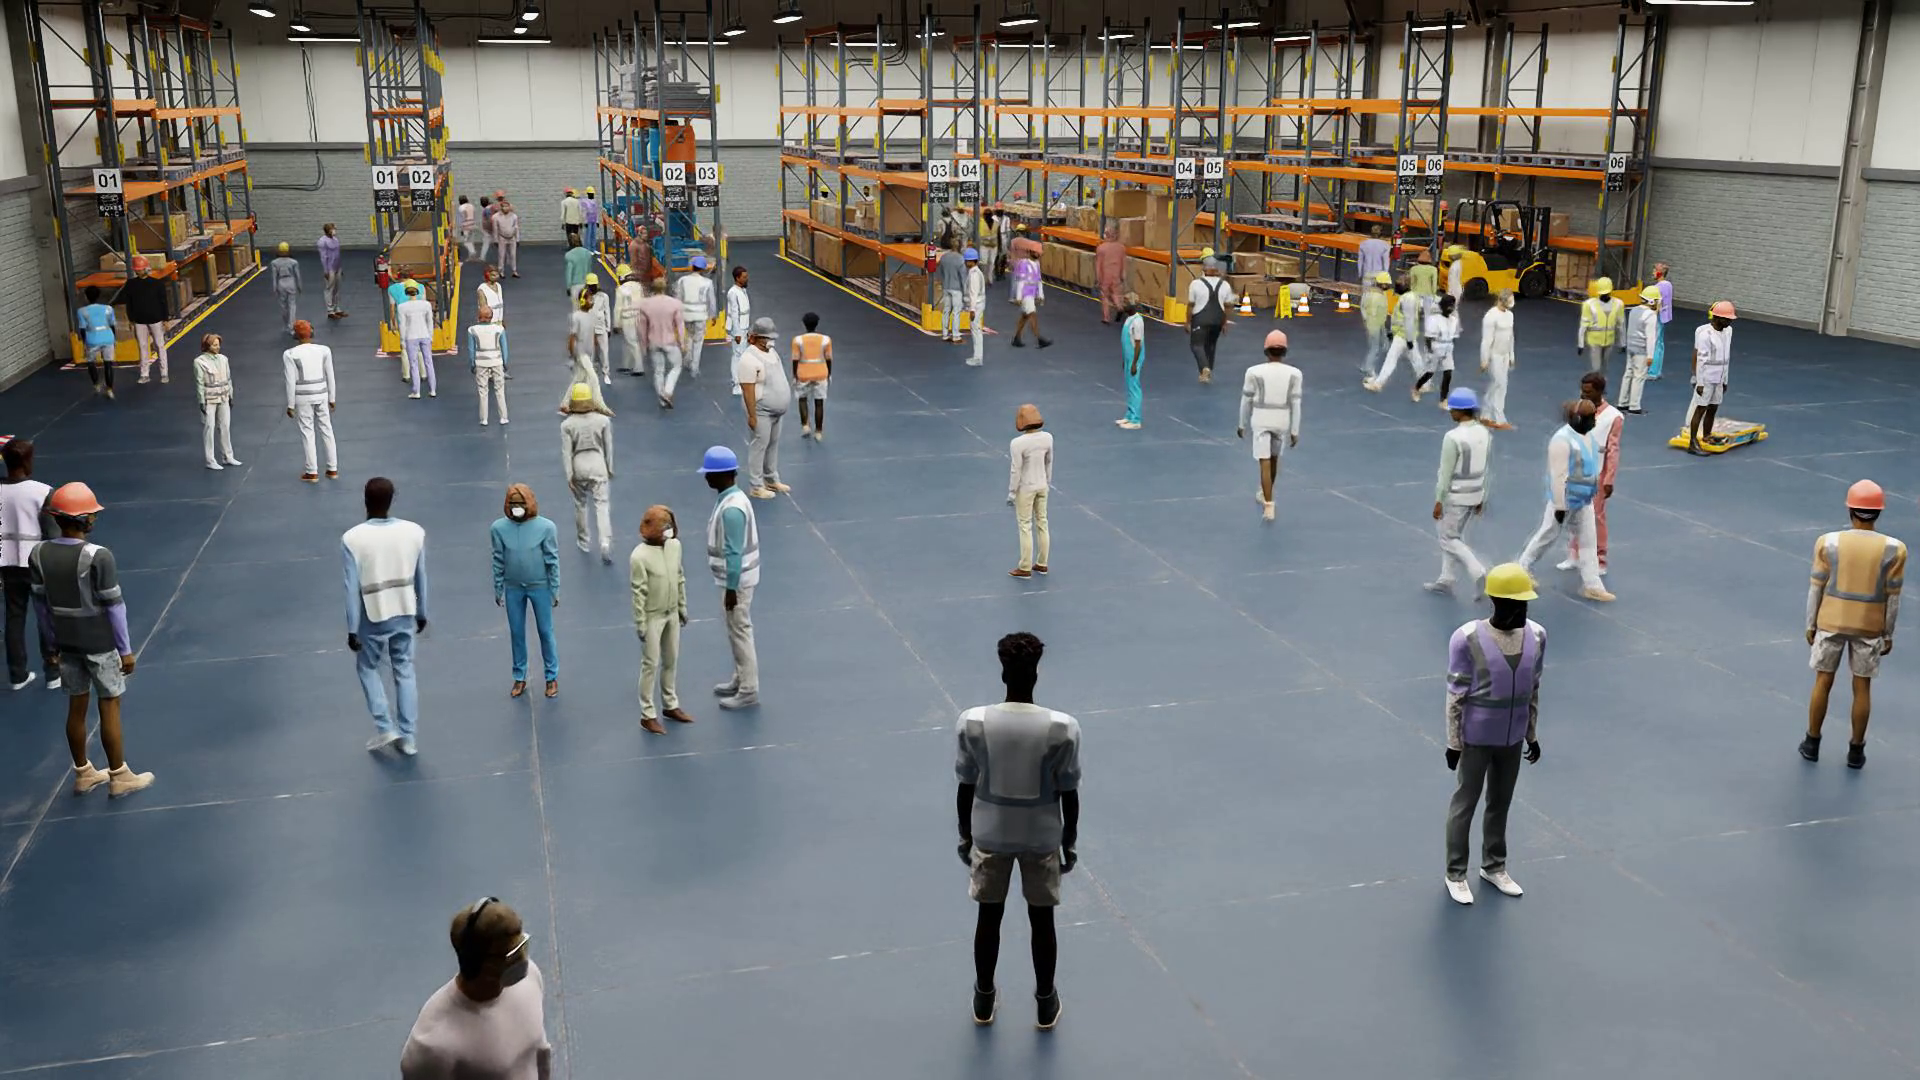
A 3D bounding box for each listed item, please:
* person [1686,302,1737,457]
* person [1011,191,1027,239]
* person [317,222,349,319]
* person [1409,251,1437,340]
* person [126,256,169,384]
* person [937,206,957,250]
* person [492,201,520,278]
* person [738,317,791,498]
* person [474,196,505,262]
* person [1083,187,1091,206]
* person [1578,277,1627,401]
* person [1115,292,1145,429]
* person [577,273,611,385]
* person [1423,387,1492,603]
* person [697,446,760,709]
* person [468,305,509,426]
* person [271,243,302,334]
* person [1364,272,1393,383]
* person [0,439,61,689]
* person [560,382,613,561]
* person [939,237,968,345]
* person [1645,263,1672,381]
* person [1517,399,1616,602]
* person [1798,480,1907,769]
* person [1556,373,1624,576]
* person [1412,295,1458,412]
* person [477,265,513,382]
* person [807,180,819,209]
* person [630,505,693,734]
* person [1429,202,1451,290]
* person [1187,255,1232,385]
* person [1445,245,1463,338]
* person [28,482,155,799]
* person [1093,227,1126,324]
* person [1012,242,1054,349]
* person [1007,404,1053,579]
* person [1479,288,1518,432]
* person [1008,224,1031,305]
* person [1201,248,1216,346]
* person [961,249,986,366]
[{"bbox_3d":[9.374,-1.999,20.681,0.544,1.930,0.382,-8,17,-29],"label":"person"},{"bbox_3d":[1.835,-9.394,48.935,0.715,1.706,0.657,11,18,35],"label":"person"},{"bbox_3d":[-12.695,-5.452,33.650,0.372,1.940,0.632,2,15,8],"label":"person"},{"bbox_3d":[8.529,-4.511,30.694,0.501,1.631,0.285,5,16,18],"label":"person"},{"bbox_3d":[-12.669,-3.427,25.941,0.610,1.985,0.393,-2,15,-8],"label":"person"},{"bbox_3d":[-0.296,-7.179,40.359,0.532,1.831,0.584,-5,16,-17],"label":"person"},{"bbox_3d":[-11.224,-7.436,41.205,0.641,1.899,0.394,-10,18,-32],"label":"person"},{"bbox_3d":[-2.154,-1.485,18.526,0.535,2.000,0.685,5,16,18],"label":"person"},{"bbox_3d":[-12.743,-8.475,45.361,1.031,1.778,0.636,-1,15,-2],"label":"person"},{"bbox_3d":[3.792,-9.811,50.450,0.331,1.737,0.487,-1,15,-2],"label":"person"},{"bbox_3d":[9.245,-2.833,23.877,0.689,1.888,0.456,-1,15,-6],"label":"person"},{"bbox_3d":[2.313,-2.416,22.404,0.330,1.844,0.511,-2,15,-8],"label":"person"},{"bbox_3d":[-5.670,-3.272,25.836,0.485,1.736,0.321,-4,15,-14],"label":"person"},{"bbox_3d":[4.450,-0.381,14.602,0.624,1.921,0.688,-13,20,-40],"label":"person"},{"bbox_3d":[-1.672,0.265,12.142,0.426,1.937,0.624,-3,15,-12],"label":"person"},{"bbox_3d":[-6.402,-2.368,22.615,0.519,1.640,0.307,-4,15,-16],"label":"person"},{"bbox_3d":[-12.785,-4.790,31.627,0.502,1.689,0.910,-4,16,-16],"label":"person"},{"bbox_3d":[6.531,-3.303,25.917,0.369,1.746,0.534,10,18,34],"label":"person"},{"bbox_3d":[-7.015,0.192,12.479,0.610,1.907,0.403,1,15,2],"label":"person"},{"bbox_3d":[-3.586,-0.667,16.076,0.484,1.711,0.804,-4,15,-15],"label":"person"},{"bbox_3d":[-0.109,-4.502,30.107,0.623,1.932,0.376,12,19,39],"label":"person"},{"bbox_3d":[10.995,-3.428,26.210,0.390,1.846,0.564,12,19,38],"label":"person"},{"bbox_3d":[5.423,-0.383,14.845,0.644,1.800,0.946,-13,19,-39],"label":"person"},{"bbox_3d":[5.928,0.553,11.078,0.545,1.930,0.391,8,17,28],"label":"person"},{"bbox_3d":[5.898,-0.621,15.539,0.388,1.905,0.601,-7,16,-25],"label":"person"},{"bbox_3d":[6.814,-2.701,23.824,0.543,1.668,0.746,-6,16,-20],"label":"person"},{"bbox_3d":[-7.357,-3.401,26.146,0.404,1.831,0.574,4,15,14],"label":"person"},{"bbox_3d":[-4.609,-10.262,51.760,0.373,1.930,0.552,7,16,25],"label":"person"},{"bbox_3d":[-2.106,0.542,11.692,0.280,1.630,0.511,9,17,30],"label":"person"},{"bbox_3d":[11.138,-6.835,38.686,0.411,2.035,0.601,0,15,0],"label":"person"},{"bbox_3d":[3.854,-3.407,25.756,0.694,2.000,0.765,-4,15,-14],"label":"person"},{"bbox_3d":[9.161,-4.612,30.897,0.379,1.717,0.498,7,17,26],"label":"person"},{"bbox_3d":[-5.507,0.636,10.540,0.616,2.041,0.379,4,15,14],"label":"person"},{"bbox_3d":[2.960,-5.217,32.870,0.660,1.889,0.456,-7,16,-25],"label":"person"},{"bbox_3d":[1.333,-4.342,29.573,0.978,1.882,0.565,10,18,32],"label":"person"},{"bbox_3d":[0.650,-0.454,15.428,0.497,1.633,0.289,-12,19,-38],"label":"person"},{"bbox_3d":[7.300,-2.387,22.187,0.763,1.900,0.660,14,20,42],"label":"person"},{"bbox_3d":[1.295,-5.947,35.949,0.548,1.699,0.790,-6,16,-21],"label":"person"},{"bbox_3d":[4.466,-4.369,29.921,0.328,1.760,0.524,1,15,6],"label":"person"},{"bbox_3d":[0.219,-3.883,27.757,0.421,1.940,0.604,0,15,1],"label":"person"}]
